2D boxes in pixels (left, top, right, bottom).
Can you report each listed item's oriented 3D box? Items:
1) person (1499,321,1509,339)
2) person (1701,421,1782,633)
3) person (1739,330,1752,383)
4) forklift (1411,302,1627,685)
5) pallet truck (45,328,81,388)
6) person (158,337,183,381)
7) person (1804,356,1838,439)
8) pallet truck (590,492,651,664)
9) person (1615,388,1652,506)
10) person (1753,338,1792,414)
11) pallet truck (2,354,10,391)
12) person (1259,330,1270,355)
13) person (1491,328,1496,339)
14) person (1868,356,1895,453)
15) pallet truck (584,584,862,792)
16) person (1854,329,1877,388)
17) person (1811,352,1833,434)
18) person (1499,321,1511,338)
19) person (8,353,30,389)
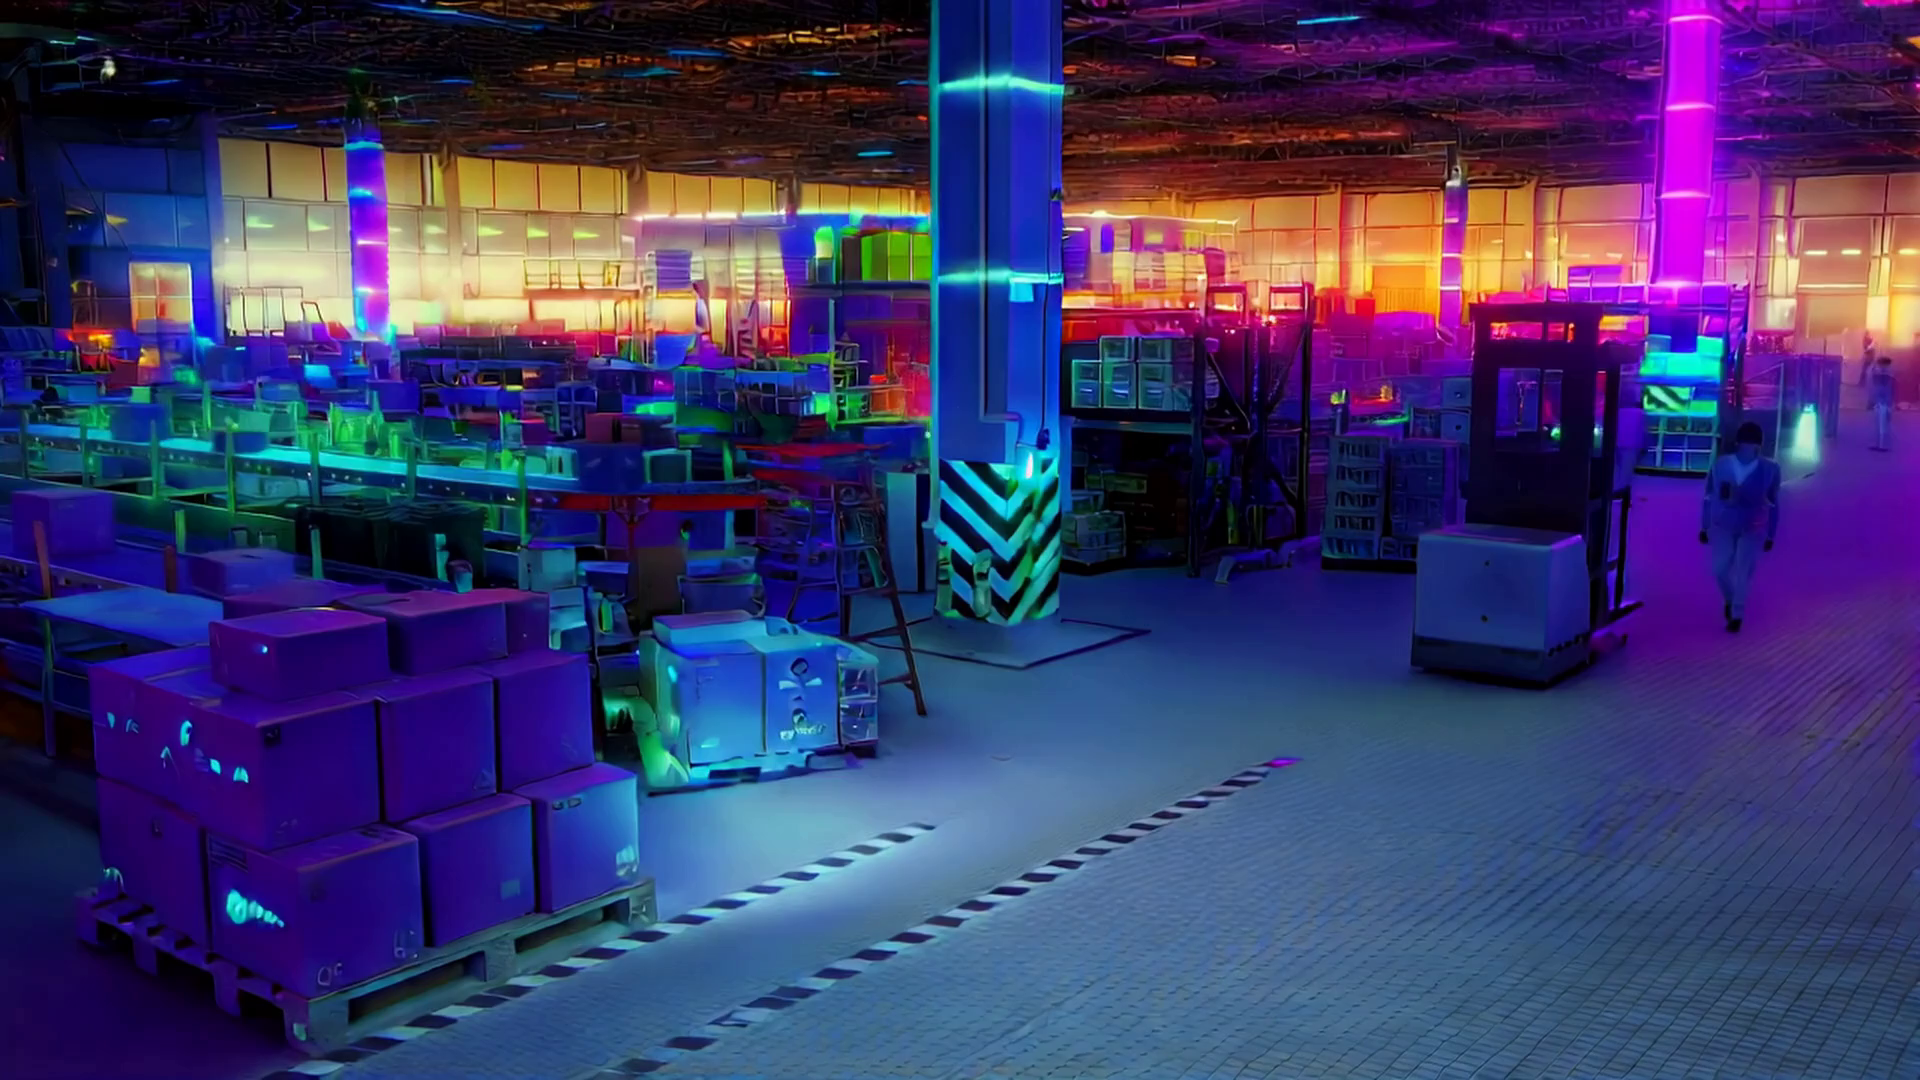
[{"bbox_3d":[18.931,-6.665,57.992,0.354,1.939,0.544,5,10,30],"label":"person"},{"bbox_3d":[6.739,-0.131,14.346,0.600,1.814,0.688,7,11,39],"label":"person"},{"bbox_3d":[25.300,-5.928,53.675,0.295,1.744,0.485,-2,9,-15],"label":"person"},{"bbox_3d":[4.379,-0.438,12.852,1.129,2.768,1.873,7,11,37],"label":"forklift"},{"bbox_3d":[-23.775,-4.544,43.495,1.885,1.965,0.823,6,10,35],"label":"pallet truck"},{"bbox_3d":[-21.704,-4.865,45.682,0.636,1.982,1.071,-1,9,-10],"label":"person"},{"bbox_3d":[17.103,-2.841,33.187,0.527,1.649,0.925,-3,9,-18],"label":"person"},{"bbox_3d":[-3.115,0.344,12.883,0.653,1.274,1.630,7,11,37],"label":"pallet truck"},{"bbox_3d":[9.121,-1.257,22.598,0.378,1.621,0.509,-5,10,-32],"label":"person"},{"bbox_3d":[19.571,-3.935,39.919,0.931,1.830,0.561,3,9,19],"label":"person"},{"bbox_3d":[-24.881,-4.417,42.634,1.885,1.965,0.823,8,11,41],"label":"pallet truck"},{"bbox_3d":[9.612,-5.843,52.594,0.820,1.906,0.564,4,9,25],"label":"person"},{"bbox_3d":[13.797,-4.545,43.515,0.391,1.990,0.621,1,9,10],"label":"person"},{"bbox_3d":[16.810,-2.463,30.282,0.336,1.756,0.545,1,9,7],"label":"person"},{"bbox_3d":[-1.426,0.805,10.019,1.601,1.201,0.680,-4,9,-26],"label":"pallet truck"},{"bbox_3d":[27.730,-5.521,50.687,0.522,1.819,0.822,-4,9,-26],"label":"person"},{"bbox_3d":[17.636,-3.004,34.134,0.552,1.680,0.379,-2,9,-16],"label":"person"},{"bbox_3d":[25.930,-9.706,78.960,0.634,1.794,0.950,-1,9,-7],"label":"person"},{"bbox_3d":[-23.641,-4.201,41.700,0.976,1.856,0.644,-7,11,-40],"label":"person"}]
